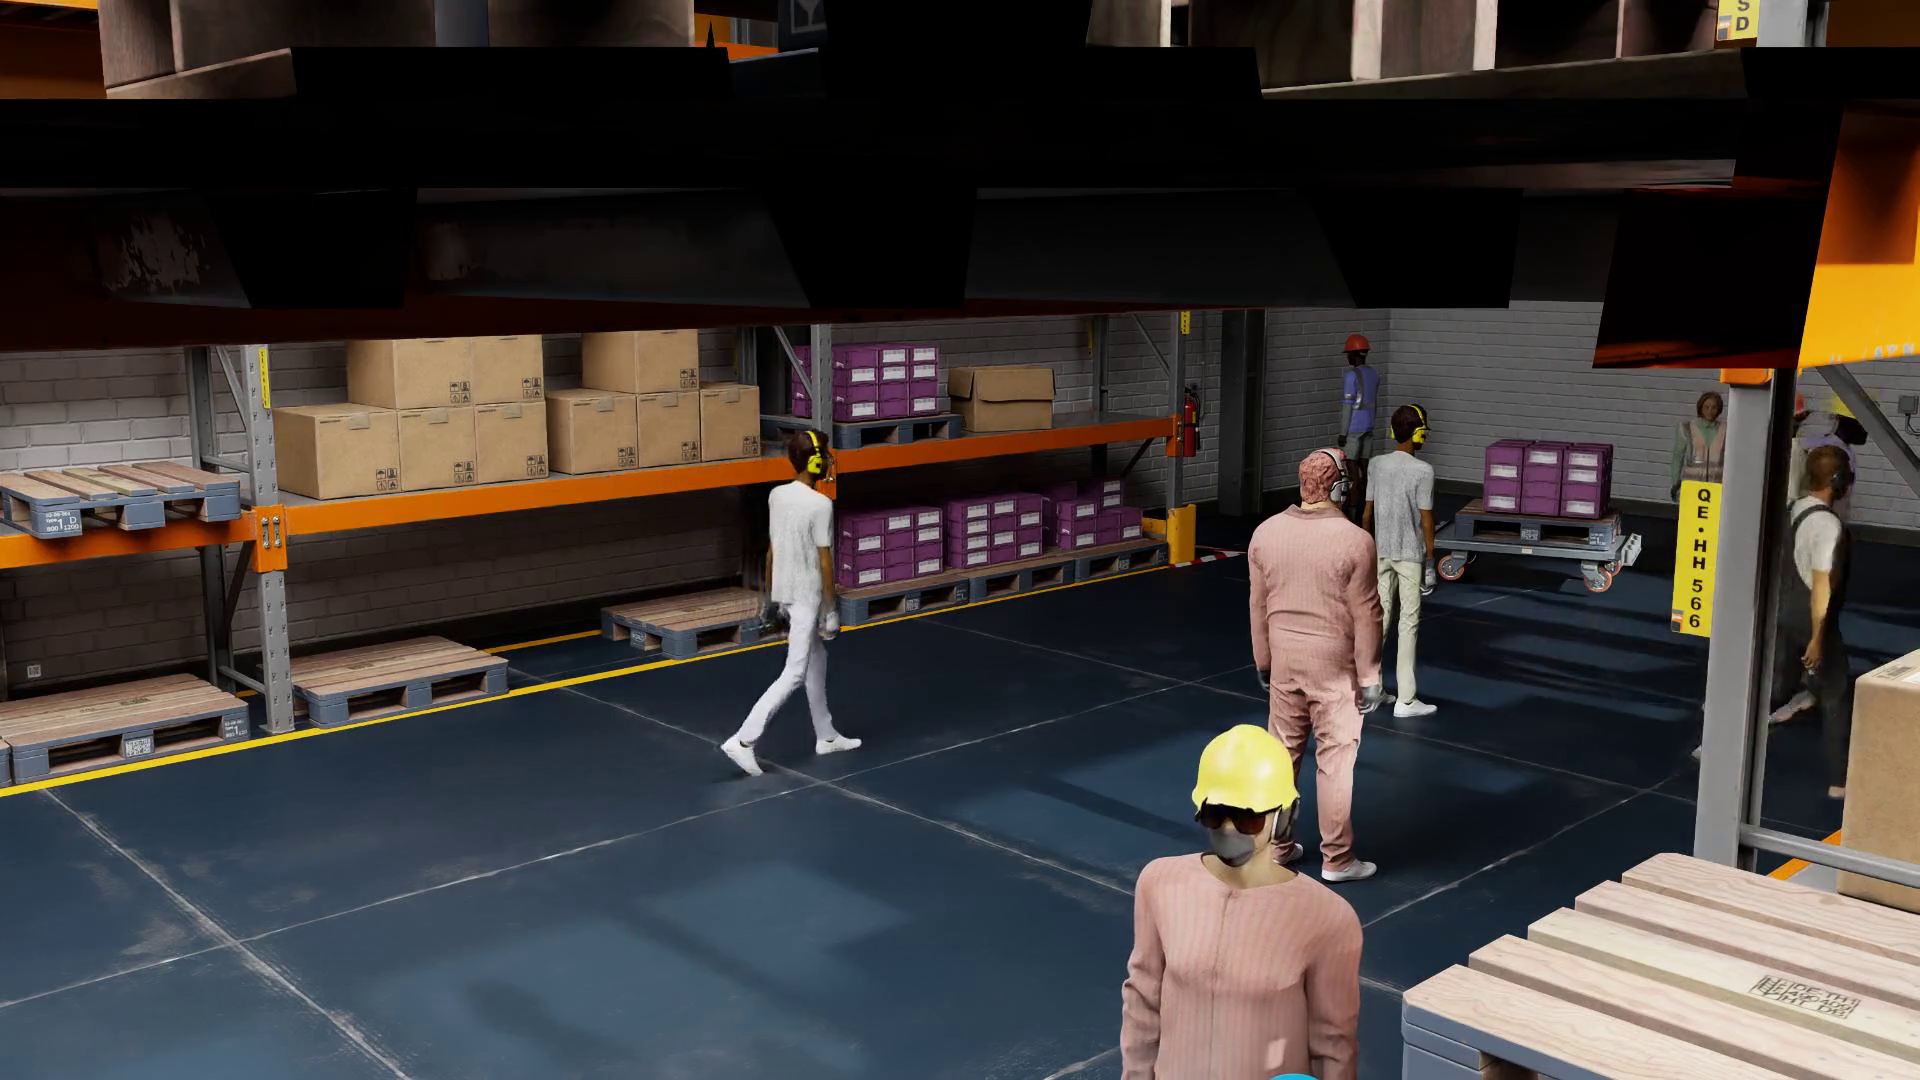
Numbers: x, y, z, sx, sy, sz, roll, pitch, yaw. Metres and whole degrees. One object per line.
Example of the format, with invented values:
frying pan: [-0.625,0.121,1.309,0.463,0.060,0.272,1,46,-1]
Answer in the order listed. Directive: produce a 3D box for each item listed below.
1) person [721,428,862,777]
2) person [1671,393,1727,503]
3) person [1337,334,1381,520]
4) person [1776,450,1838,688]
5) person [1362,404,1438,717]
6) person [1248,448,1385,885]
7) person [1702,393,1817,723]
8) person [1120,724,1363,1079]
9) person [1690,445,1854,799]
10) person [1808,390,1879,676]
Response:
person: [-0.906,0.327,8.860,0.908,1.838,0.527,-8,13,-39]
person: [6.327,-0.453,14.110,0.533,1.598,0.850,3,10,16]
person: [4.124,-1.173,17.341,0.382,1.929,0.538,9,14,44]
person: [4.917,0.243,9.936,0.641,1.608,0.515,-4,10,-21]
person: [2.639,0.121,9.942,0.312,1.865,0.537,-7,12,-35]
person: [1.581,0.549,7.316,0.639,1.910,0.407,9,13,43]
person: [4.703,0.106,9.694,0.537,1.977,0.644,5,11,28]
person: [0.587,1.255,3.590,0.525,1.772,0.304,5,11,28]
person: [4.224,0.418,8.397,0.875,1.819,0.514,0,10,1]
person: [5.605,-0.033,10.774,0.560,1.887,0.594,4,10,20]
